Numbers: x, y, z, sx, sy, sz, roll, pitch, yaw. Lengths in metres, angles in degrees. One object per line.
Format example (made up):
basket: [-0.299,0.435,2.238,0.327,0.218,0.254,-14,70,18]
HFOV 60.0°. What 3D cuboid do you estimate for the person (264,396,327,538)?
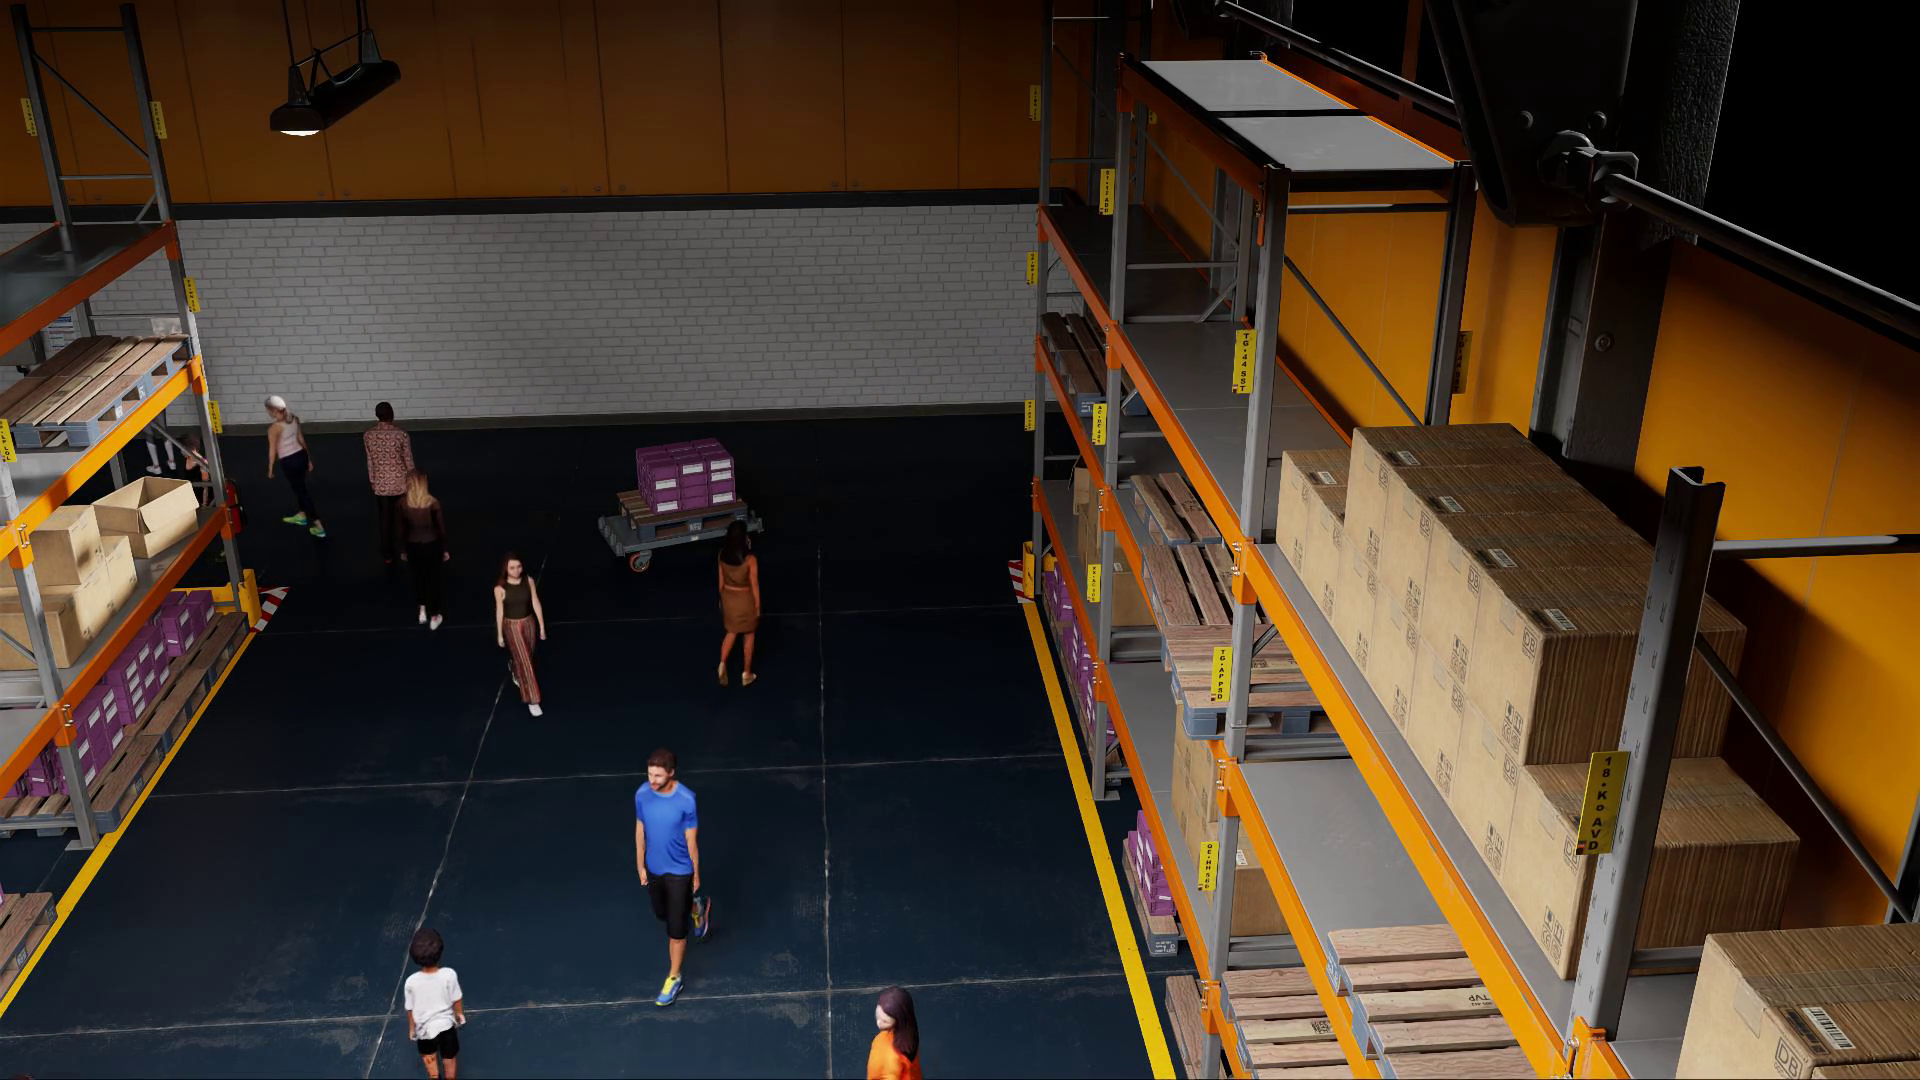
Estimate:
person: [-7.345,-0.778,18.462,0.930,1.664,0.945,12,26,25]

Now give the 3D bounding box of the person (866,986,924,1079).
person: [-0.311,3.188,9.321,0.769,1.719,0.575,6,24,13]

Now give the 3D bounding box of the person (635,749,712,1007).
person: [-1.937,2.209,11.405,0.930,1.844,1.206,8,25,17]

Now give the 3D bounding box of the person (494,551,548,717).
person: [-4.017,0.780,15.066,0.908,1.530,1.145,-16,28,-32]

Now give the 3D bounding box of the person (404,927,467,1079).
person: [-3.253,3.005,10.325,0.556,1.250,0.560,-10,25,-21]

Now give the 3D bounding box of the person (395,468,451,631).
person: [-5.294,0.128,16.350,0.655,1.696,0.633,0,24,0]

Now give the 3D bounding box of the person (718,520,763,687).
person: [-2.056,0.640,15.208,0.774,1.673,0.908,9,25,20]

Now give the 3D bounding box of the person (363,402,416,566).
person: [-6.103,-0.608,17.903,0.697,1.801,0.613,0,24,1]

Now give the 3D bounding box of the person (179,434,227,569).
person: [-8.068,-0.451,17.894,0.901,1.521,1.035,15,28,30]
